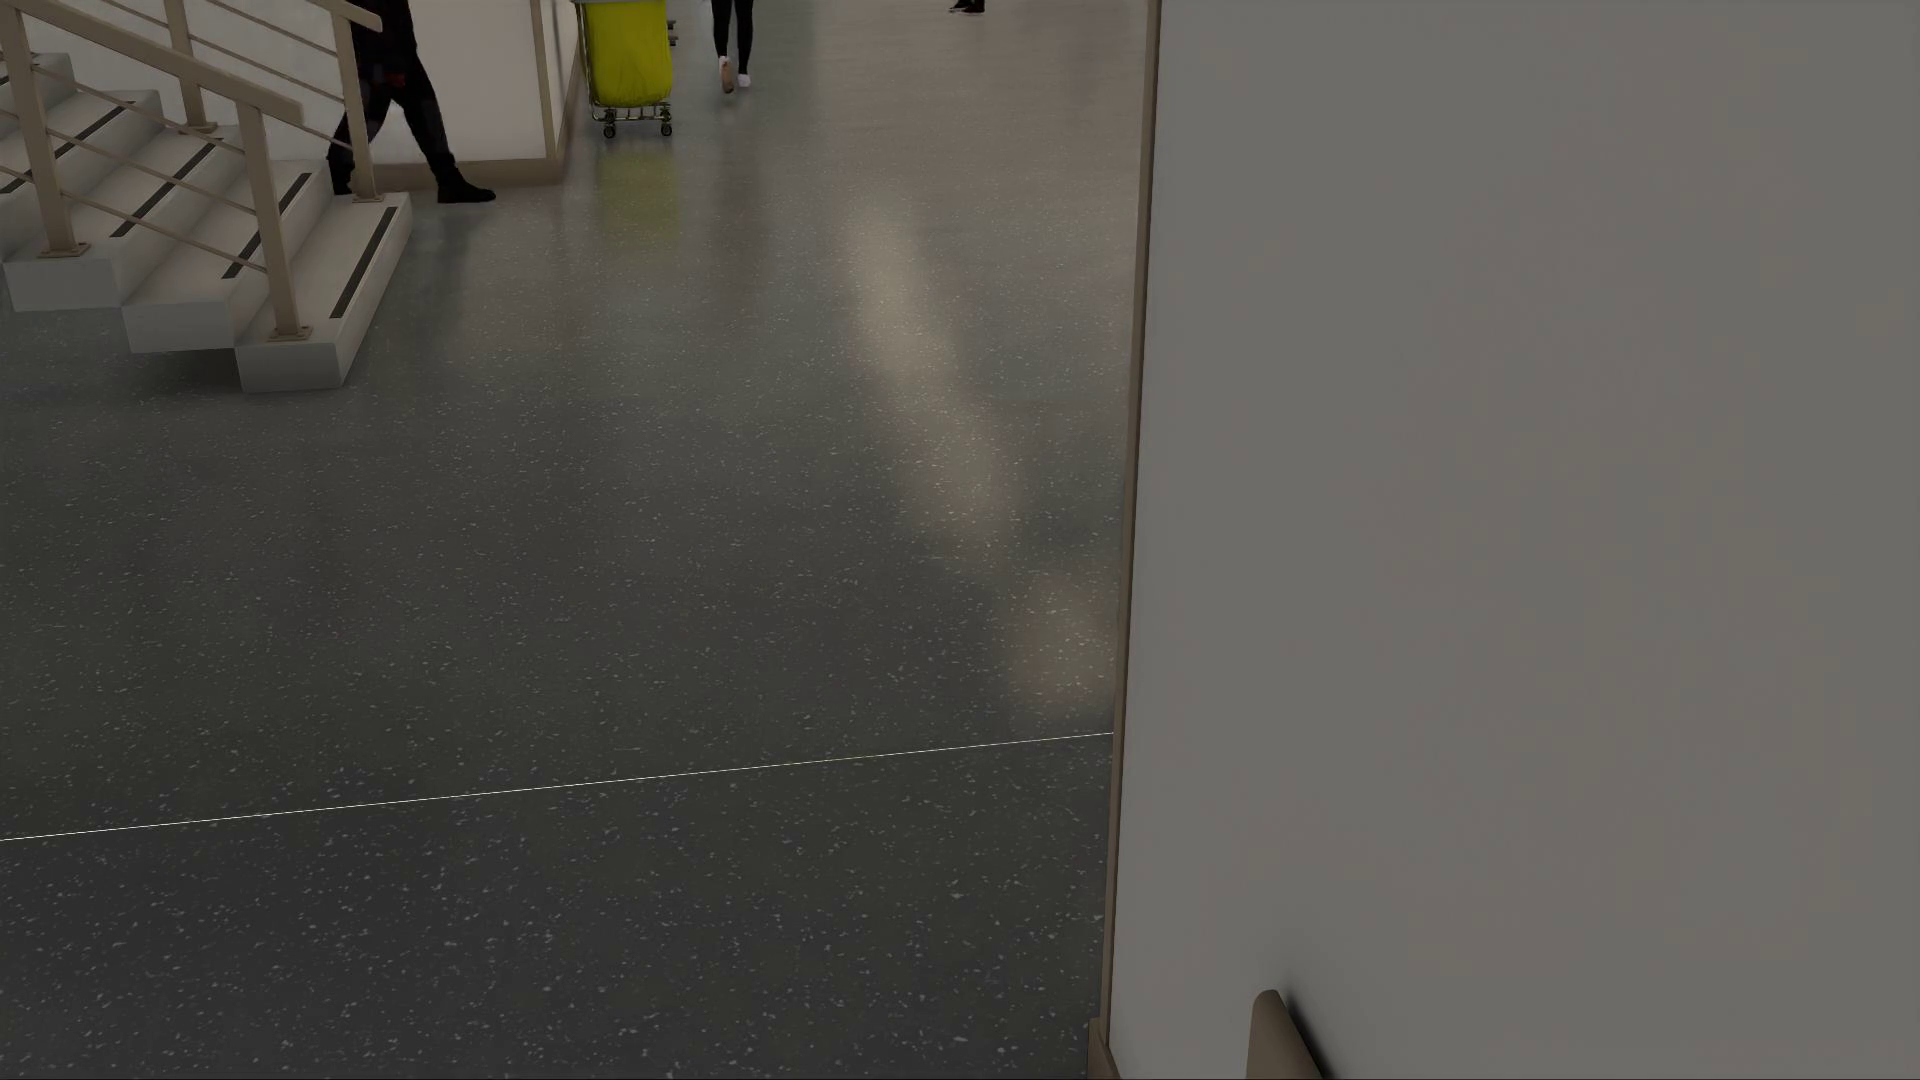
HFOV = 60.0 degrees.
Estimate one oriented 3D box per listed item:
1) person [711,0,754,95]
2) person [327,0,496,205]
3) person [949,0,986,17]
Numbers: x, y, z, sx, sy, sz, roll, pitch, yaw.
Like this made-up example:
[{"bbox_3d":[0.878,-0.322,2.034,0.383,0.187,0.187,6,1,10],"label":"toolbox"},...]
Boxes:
[{"bbox_3d":[-1.717,-4.215,12.415,1.056,1.751,0.773,-1,26,-2],"label":"person"},{"bbox_3d":[-3.311,-2.690,9.210,1.212,1.789,0.710,-5,26,-10],"label":"person"},{"bbox_3d":[0.170,-5.842,16.132,0.612,1.454,0.616,-1,26,-2],"label":"person"}]
